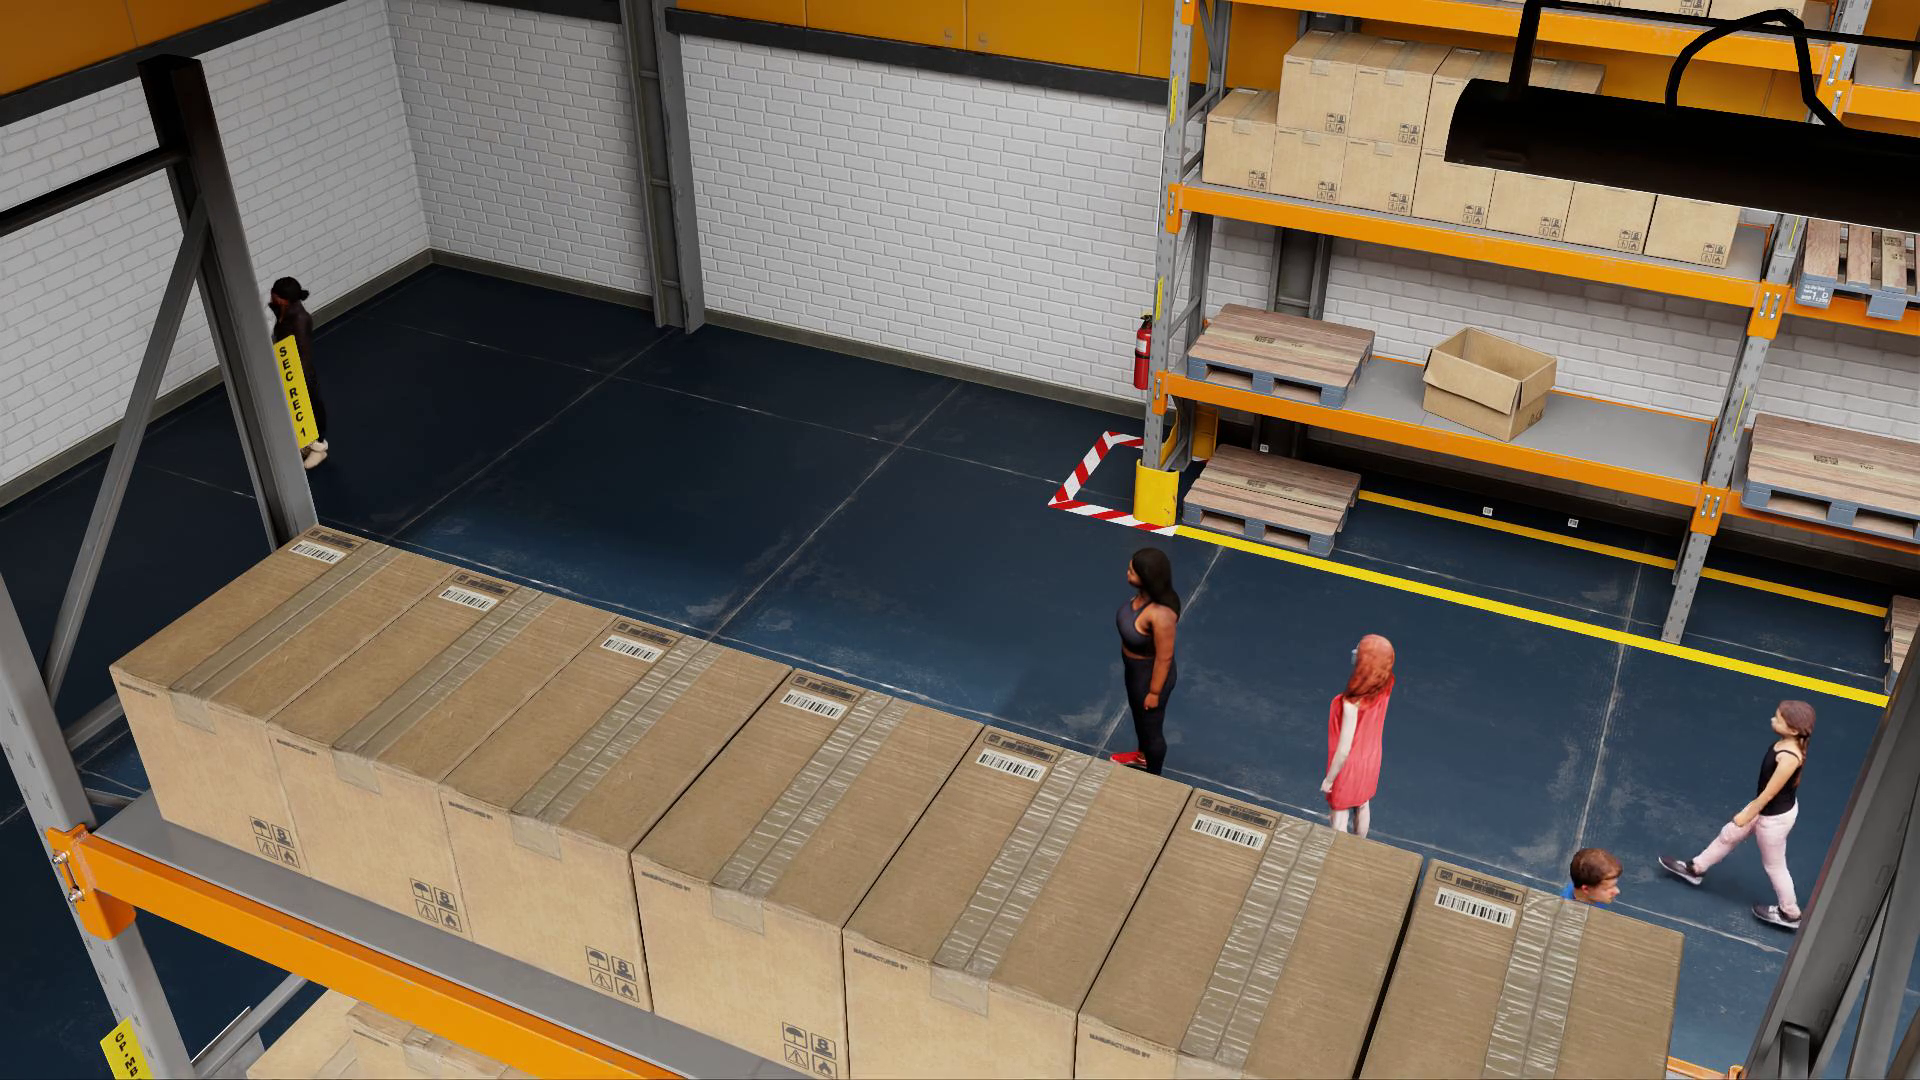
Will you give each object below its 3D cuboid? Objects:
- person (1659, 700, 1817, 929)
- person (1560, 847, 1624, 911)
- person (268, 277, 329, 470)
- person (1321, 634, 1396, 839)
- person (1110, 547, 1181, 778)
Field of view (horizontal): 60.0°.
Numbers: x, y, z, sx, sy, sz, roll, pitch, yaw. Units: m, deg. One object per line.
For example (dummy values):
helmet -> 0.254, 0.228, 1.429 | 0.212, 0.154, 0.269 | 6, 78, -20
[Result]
person -> 4.638, 1.575, 9.362 | 1.046, 1.513, 0.564 | 17, 37, 24
person -> 2.865, 2.159, 8.193 | 1.228, 1.835, 0.741 | 18, 38, 25
person -> -5.430, -1.392, 13.706 | 0.736, 1.646, 0.812 | 1, 34, 1
person -> 2.257, 1.287, 9.513 | 0.654, 1.826, 0.625 | -28, 43, -35
person -> 1.163, 0.805, 10.250 | 0.786, 1.814, 0.781 | -2, 34, -3
